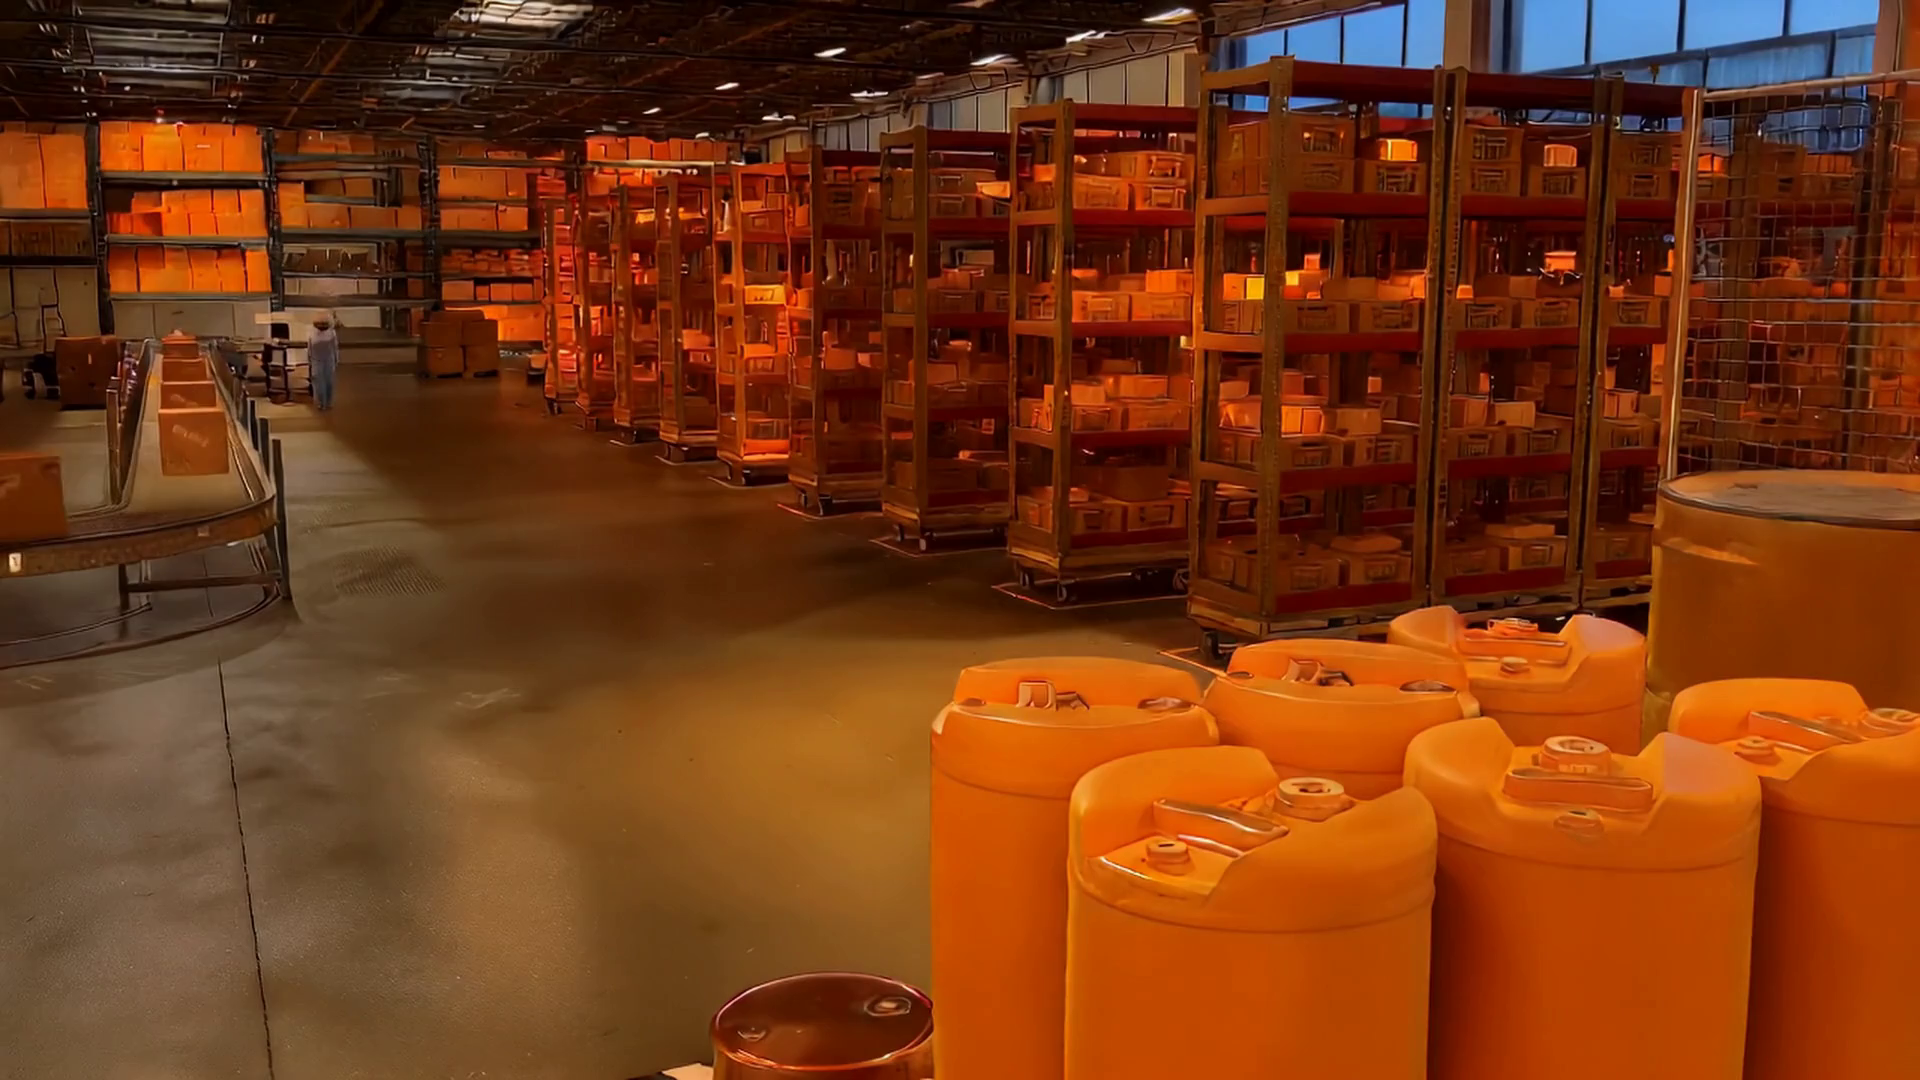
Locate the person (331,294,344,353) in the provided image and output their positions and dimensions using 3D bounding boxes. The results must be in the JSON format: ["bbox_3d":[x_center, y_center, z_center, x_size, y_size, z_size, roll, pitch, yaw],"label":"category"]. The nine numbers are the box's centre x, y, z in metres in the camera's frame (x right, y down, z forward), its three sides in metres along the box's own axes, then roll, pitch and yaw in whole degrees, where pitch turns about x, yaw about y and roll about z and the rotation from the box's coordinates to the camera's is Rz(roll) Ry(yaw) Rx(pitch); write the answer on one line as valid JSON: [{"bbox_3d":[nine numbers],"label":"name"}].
[{"bbox_3d":[-18.485,-6.423,49.387,0.309,1.769,0.523,-5,10,-27],"label":"person"}]

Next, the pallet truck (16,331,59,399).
[{"bbox_3d":[-17.082,-3.353,31.781,1.630,1.274,0.653,-4,10,-25],"label":"pallet truck"}]

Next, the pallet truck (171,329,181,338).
[{"bbox_3d":[-17.275,-3.851,35.096,1.601,1.201,0.680,0,9,1],"label":"pallet truck"}]

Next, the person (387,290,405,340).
[{"bbox_3d":[-18.757,-7.341,54.926,0.866,1.804,0.637,-3,10,-20],"label":"person"}]

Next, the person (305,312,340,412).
[{"bbox_3d":[-11.095,-3.113,28.953,0.524,1.733,0.862,-4,10,-22],"label":"person"}]
